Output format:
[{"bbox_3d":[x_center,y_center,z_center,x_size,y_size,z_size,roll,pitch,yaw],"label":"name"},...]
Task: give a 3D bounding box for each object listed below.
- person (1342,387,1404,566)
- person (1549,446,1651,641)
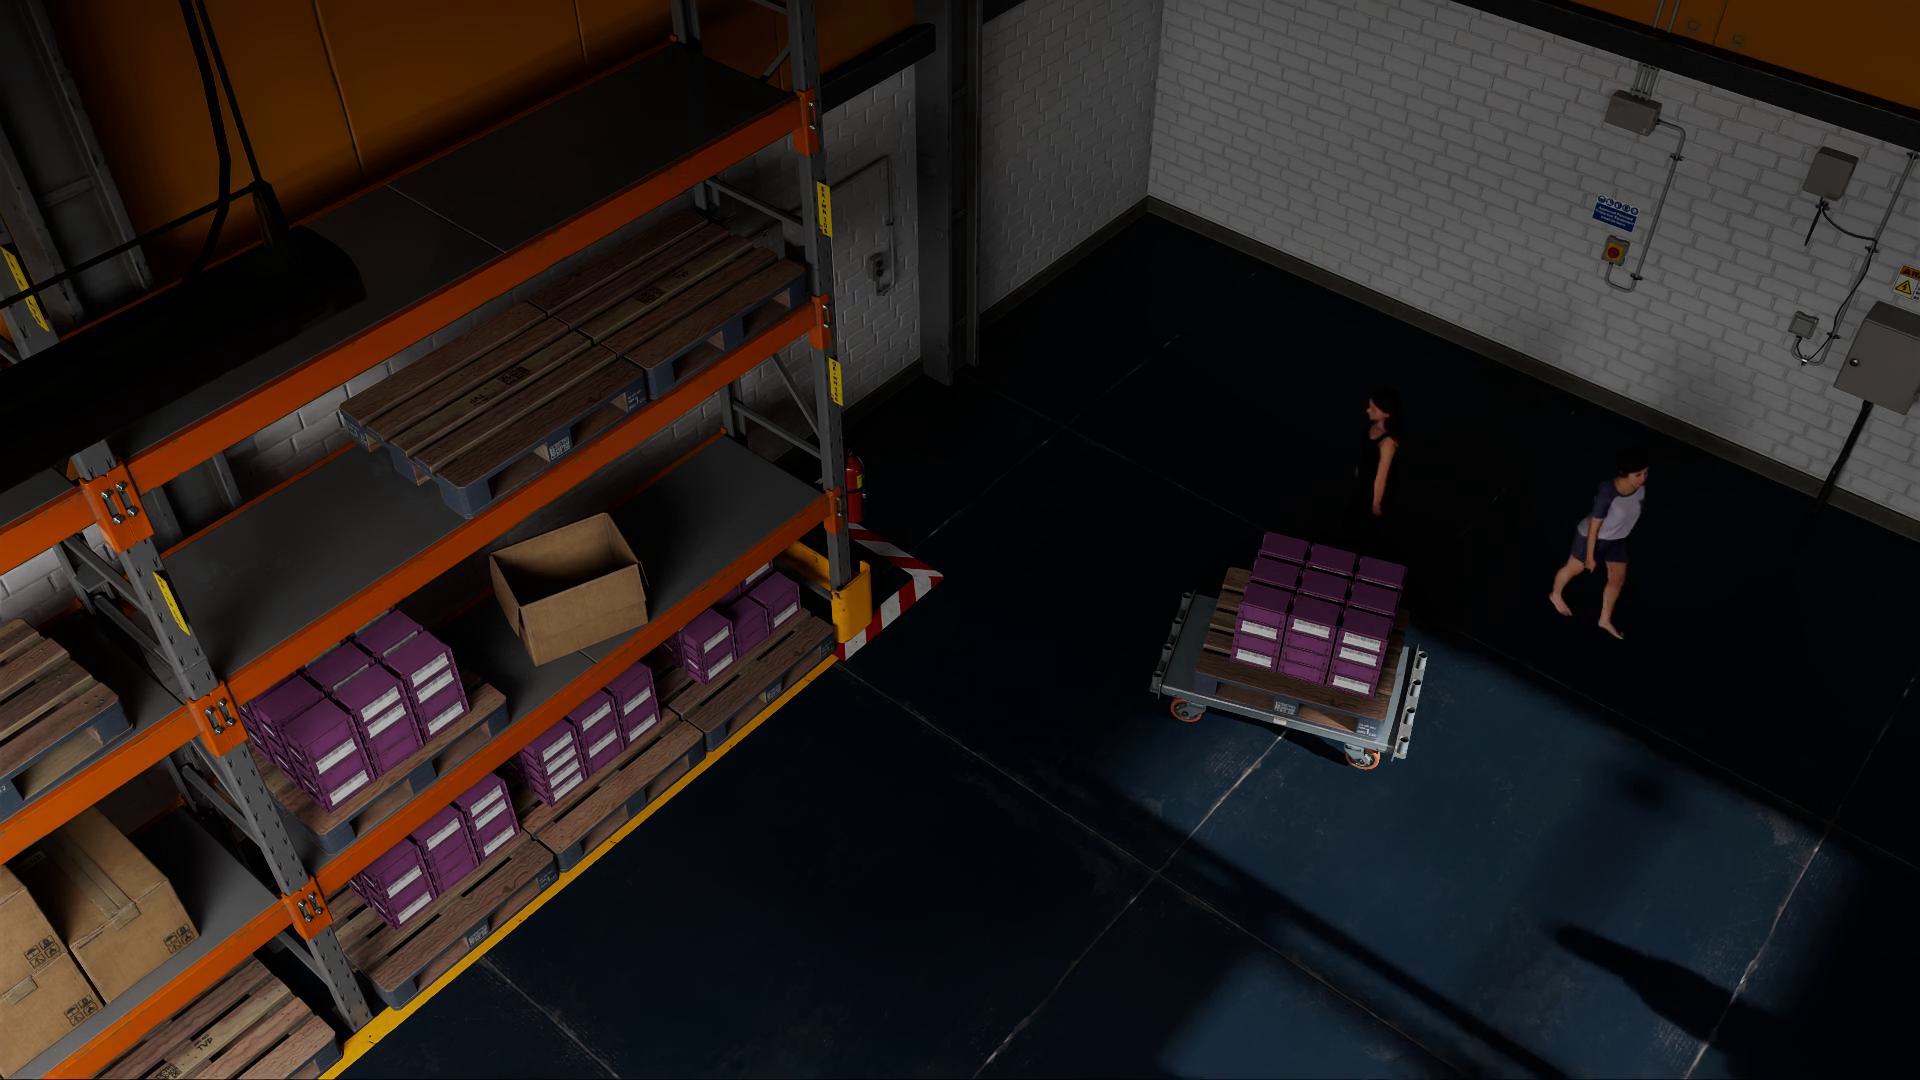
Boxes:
[{"bbox_3d":[2.902,-0.364,11.358,0.830,1.675,0.769,10,44,10],"label":"person"},{"bbox_3d":[4.264,-0.072,11.150,0.850,1.539,0.834,-18,46,-18],"label":"person"}]
